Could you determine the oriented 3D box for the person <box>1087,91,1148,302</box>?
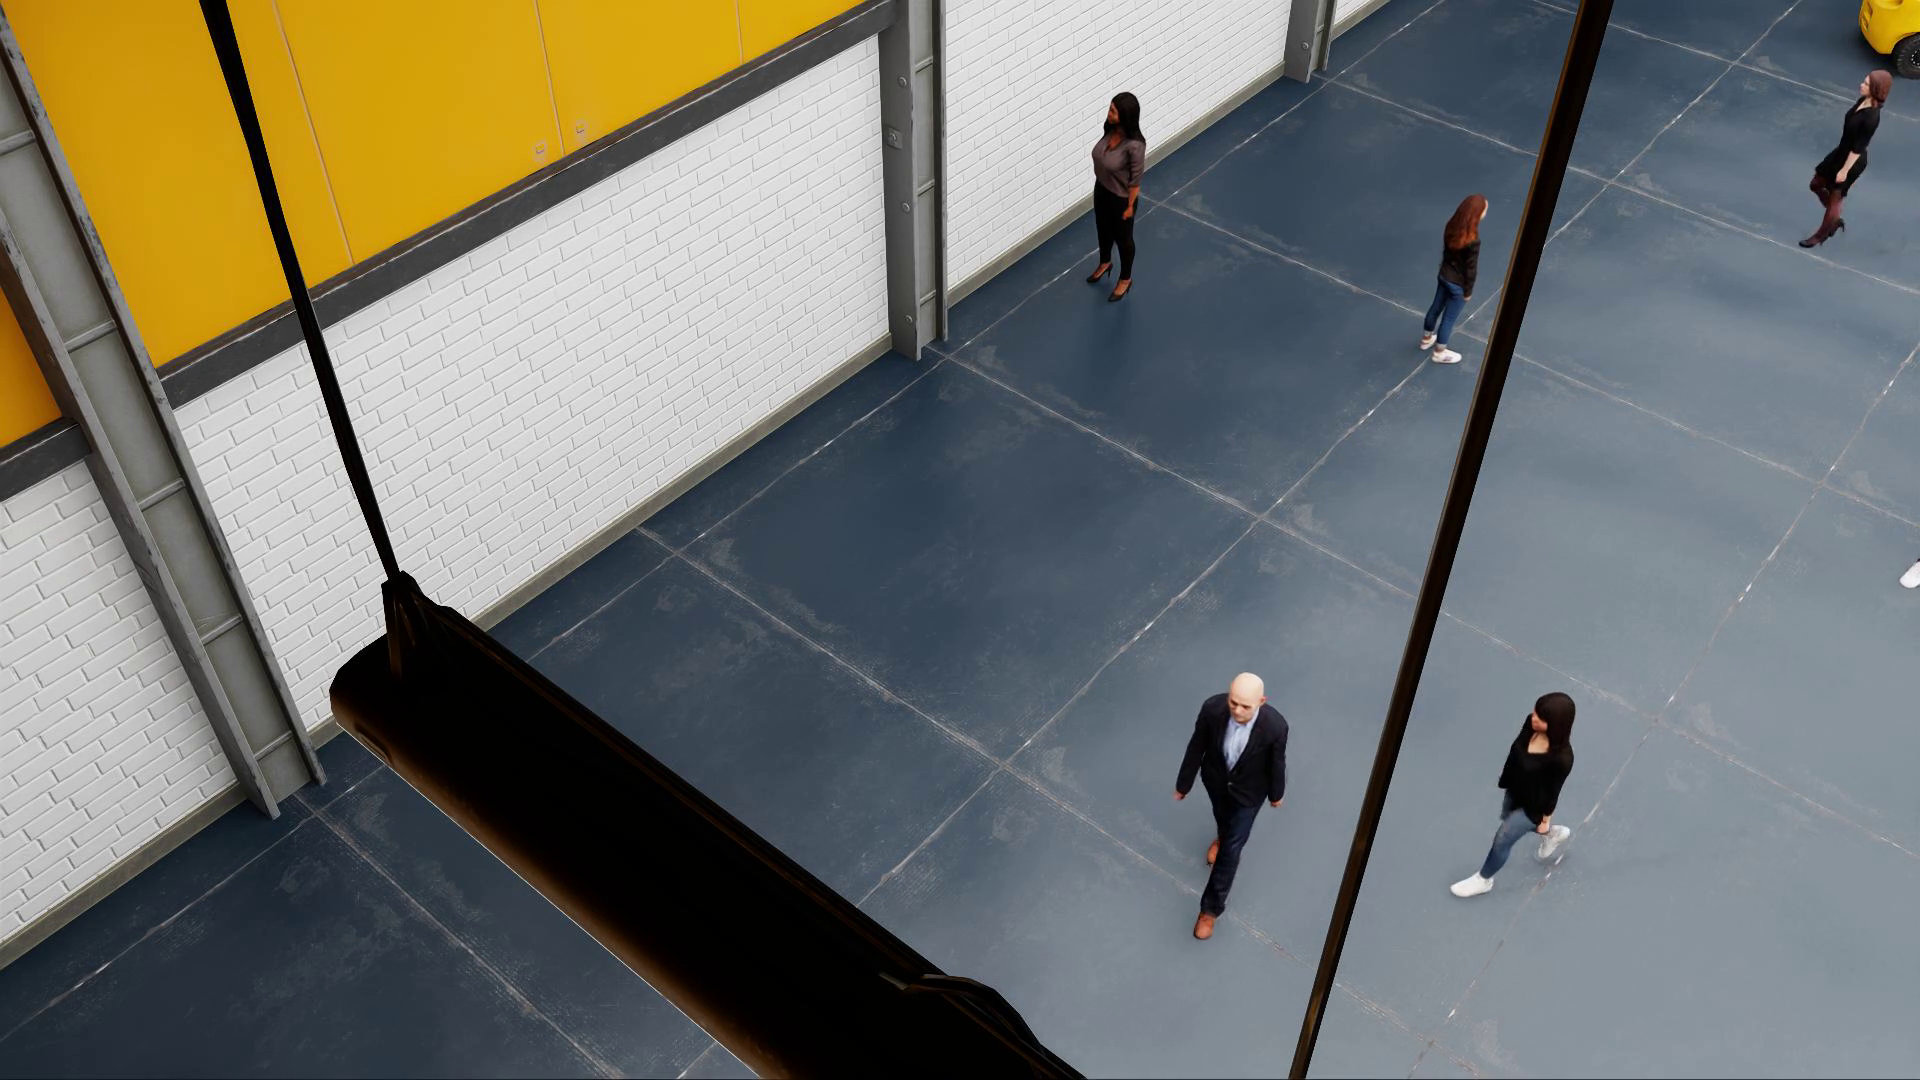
[{"bbox_3d":[1.291,-2.823,13.603,0.706,1.842,0.718,-23,48,-22],"label":"person"}]

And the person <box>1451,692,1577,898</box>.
[{"bbox_3d":[3.249,1.404,9.321,1.062,1.628,0.917,-11,45,-11],"label":"person"}]

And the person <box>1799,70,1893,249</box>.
[{"bbox_3d":[7.599,-3.191,14.096,0.789,1.695,0.717,7,44,7],"label":"person"}]

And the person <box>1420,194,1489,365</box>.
[{"bbox_3d":[3.887,-2.066,13.069,0.644,1.482,0.632,-15,46,-15],"label":"person"}]

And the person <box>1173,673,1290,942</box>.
[{"bbox_3d":[1.560,1.304,9.331,0.852,1.759,1.203,21,47,20],"label":"person"}]
